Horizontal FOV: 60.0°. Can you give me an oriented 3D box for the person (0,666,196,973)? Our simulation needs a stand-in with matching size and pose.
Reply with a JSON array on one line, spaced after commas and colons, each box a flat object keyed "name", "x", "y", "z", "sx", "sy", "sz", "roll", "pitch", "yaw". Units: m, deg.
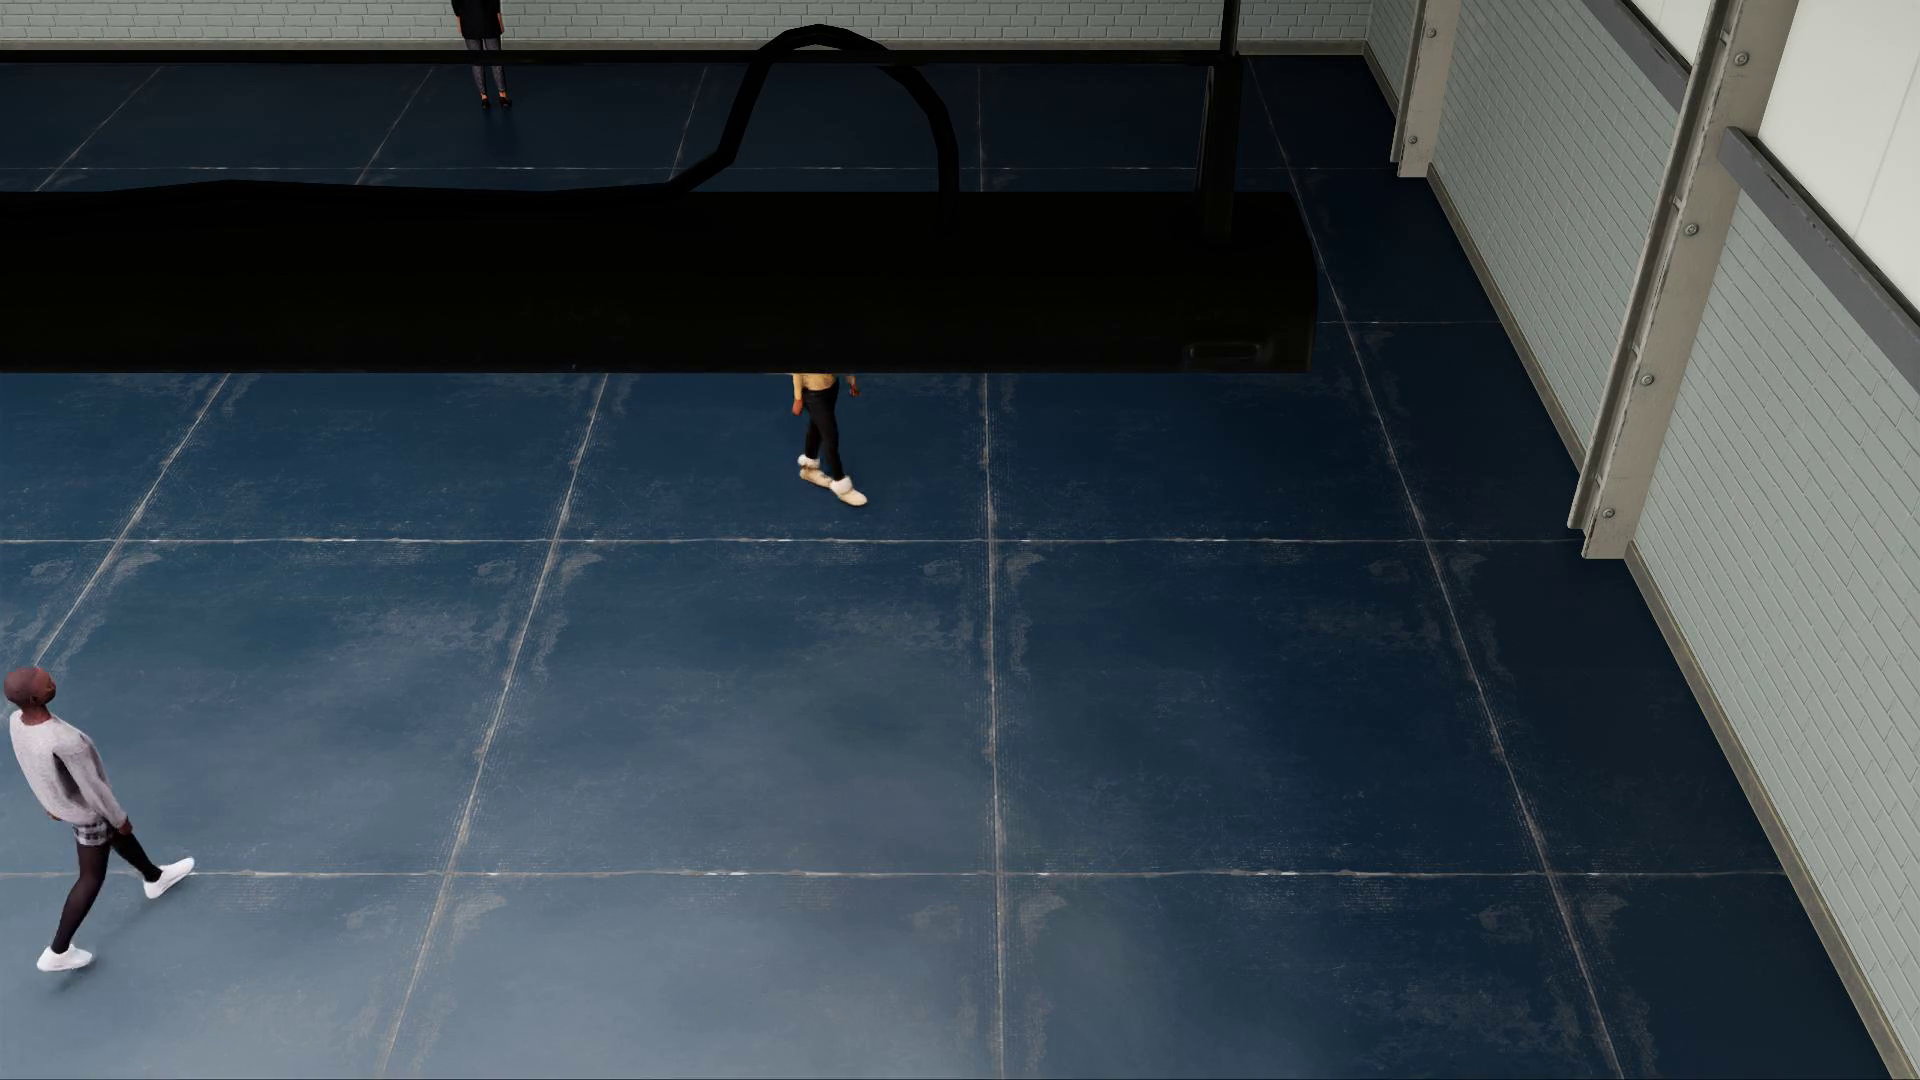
[{"name": "person", "x": -4.413, "y": 1.378, "z": 8.195, "sx": 1.035, "sy": 1.739, "sz": 1.248, "roll": 21, "pitch": 42, "yaw": 25}]

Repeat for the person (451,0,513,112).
[{"name": "person", "x": -4.873, "y": -5.213, "z": 16.882, "sx": 0.636, "sy": 1.719, "sz": 0.569, "roll": -2, "pitch": 37, "yaw": -2}]
